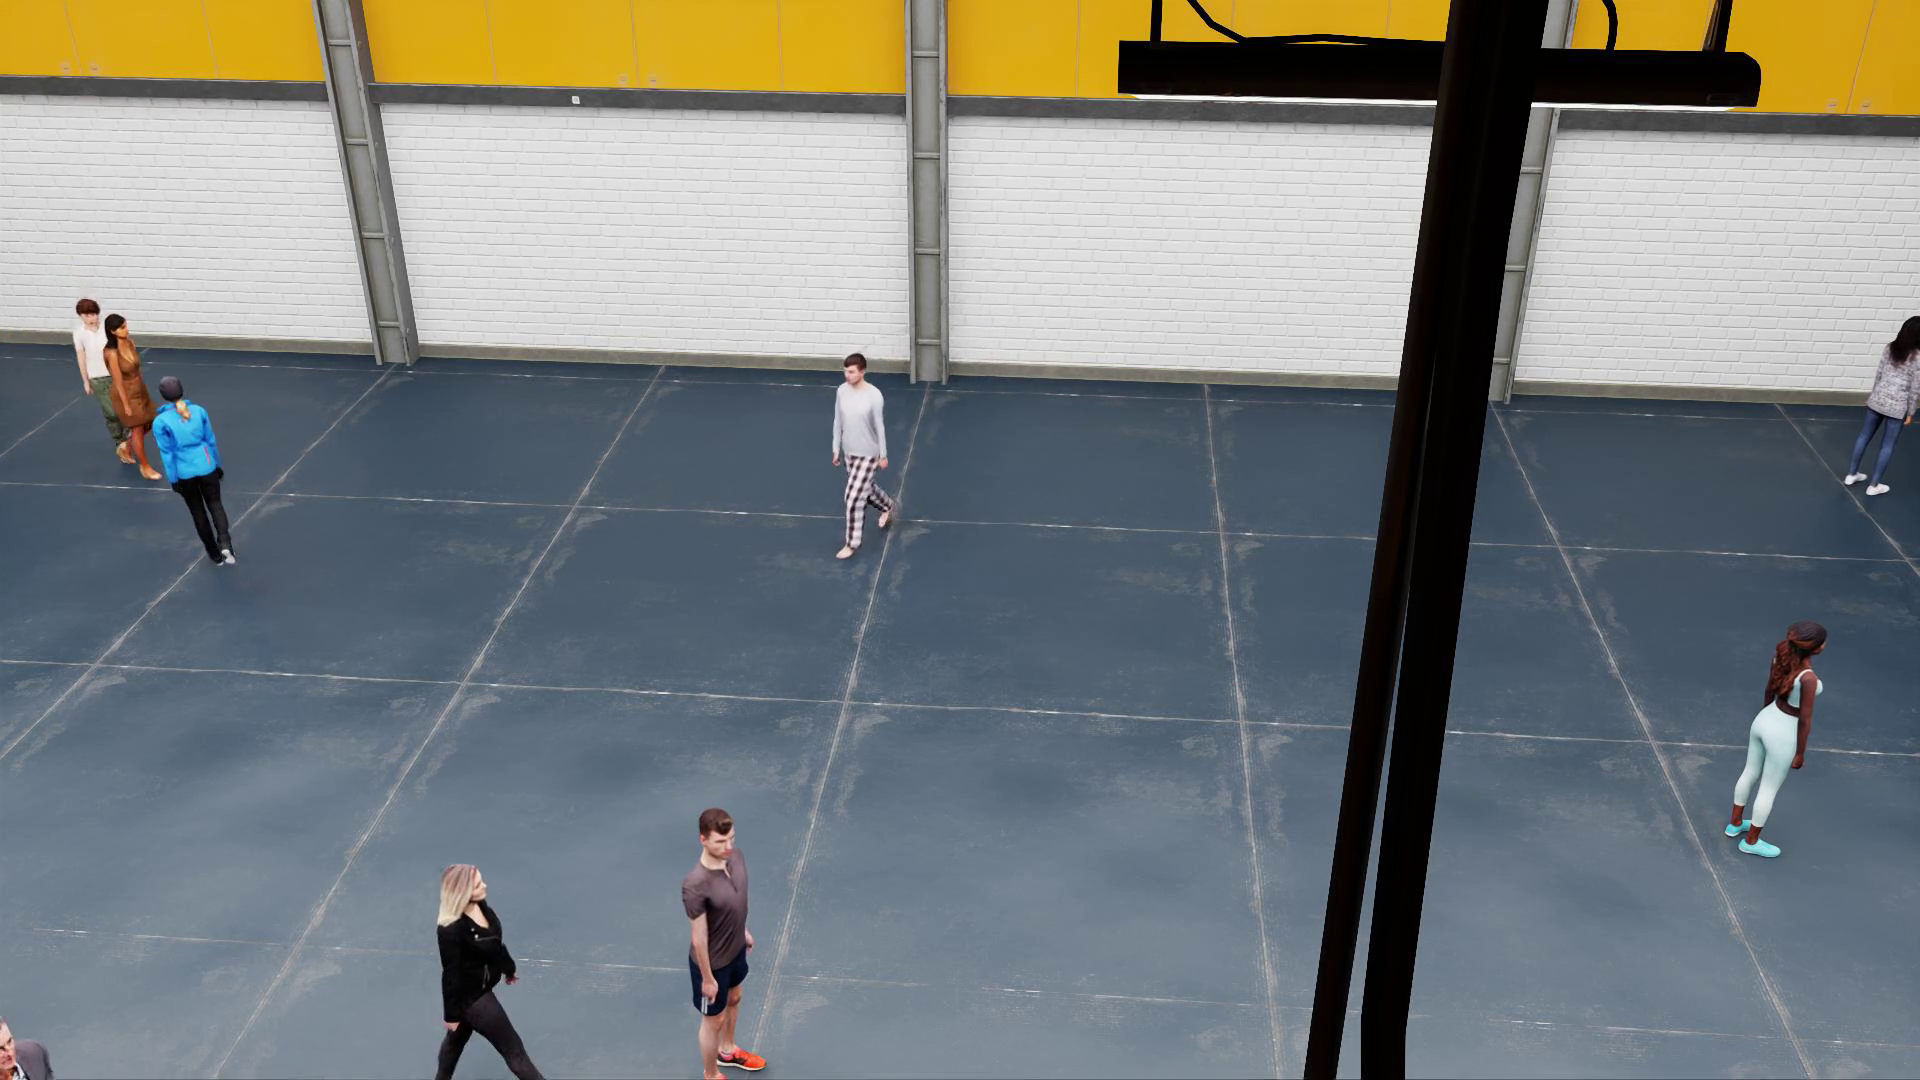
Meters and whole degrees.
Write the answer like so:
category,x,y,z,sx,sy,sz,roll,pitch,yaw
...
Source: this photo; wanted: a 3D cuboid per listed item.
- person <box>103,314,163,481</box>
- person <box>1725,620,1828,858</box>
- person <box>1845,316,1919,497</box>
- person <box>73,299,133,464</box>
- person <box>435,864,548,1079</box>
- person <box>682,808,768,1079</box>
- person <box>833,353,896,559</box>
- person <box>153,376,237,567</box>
category,x,y,z,sx,sy,sz,roll,pitch,yaw
person,-7.888,-1.330,15.667,0.735,1.674,0.604,4,29,8
person,5.325,1.274,10.839,0.609,1.725,0.614,-5,29,-9
person,8.656,-1.269,15.496,0.709,1.731,0.685,-15,32,-26
person,-8.295,-1.588,16.172,0.774,1.643,0.826,-17,33,-28
person,-2.679,2.417,8.830,1.142,1.642,0.713,-1,29,-2
person,-1.302,2.216,8.978,0.664,1.853,0.715,11,31,20
person,-0.812,-0.791,14.538,1.164,1.808,1.057,19,34,31
person,-6.439,-0.522,14.071,0.928,1.784,0.965,-18,33,-29
